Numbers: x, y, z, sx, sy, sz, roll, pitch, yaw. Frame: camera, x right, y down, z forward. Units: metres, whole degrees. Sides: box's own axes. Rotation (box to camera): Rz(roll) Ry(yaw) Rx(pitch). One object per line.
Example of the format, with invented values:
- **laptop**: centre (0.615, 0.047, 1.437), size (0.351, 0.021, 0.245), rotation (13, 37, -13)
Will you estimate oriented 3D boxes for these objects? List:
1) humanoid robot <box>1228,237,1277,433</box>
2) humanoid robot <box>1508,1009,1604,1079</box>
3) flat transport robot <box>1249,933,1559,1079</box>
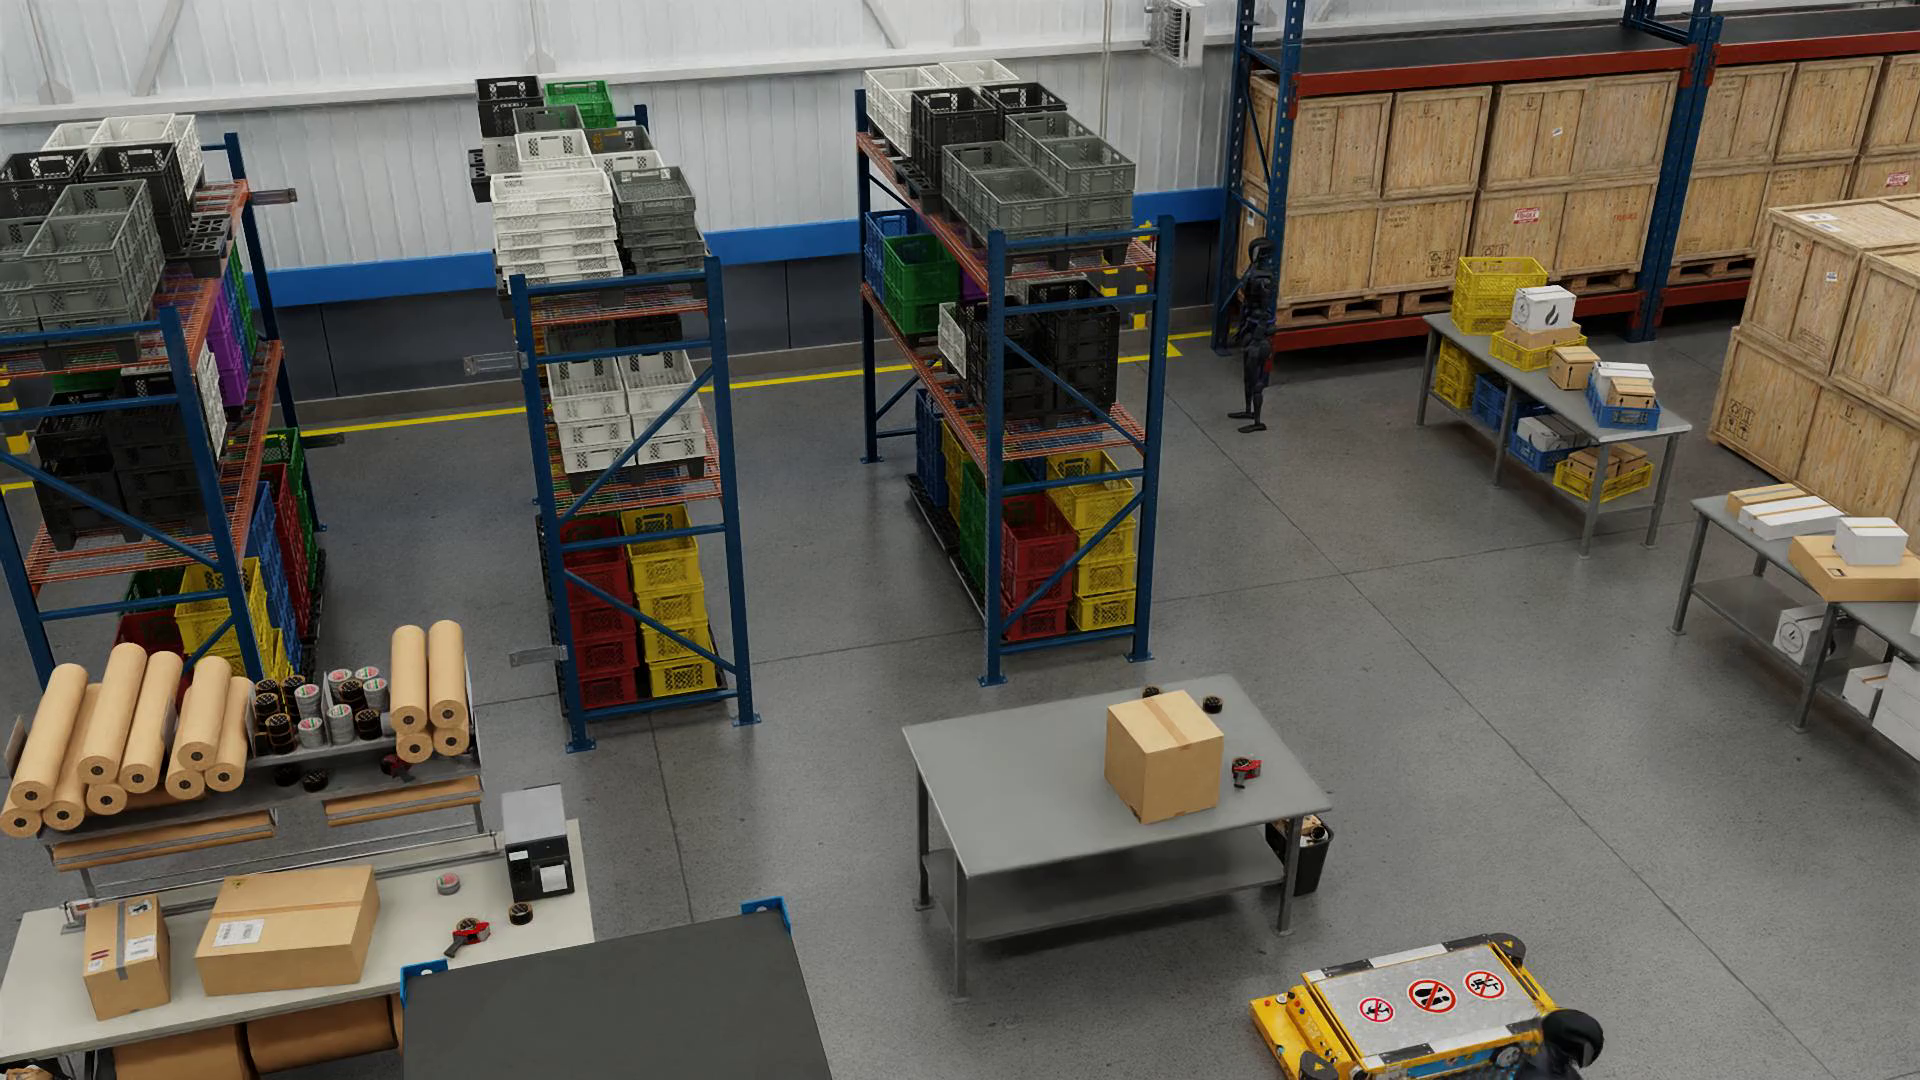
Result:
- **humanoid robot**: centre (2.428, -1.713, 13.801), size (0.331, 1.657, 0.586), rotation (-4, 29, -6)
- **humanoid robot**: centre (2.201, 2.426, 6.292), size (0.544, 1.646, 0.629), rotation (7, 30, 12)
- **flat transport robot**: centre (2.184, 2.282, 7.980), size (1.431, 0.197, 0.652), rotation (-8, 30, -14)
